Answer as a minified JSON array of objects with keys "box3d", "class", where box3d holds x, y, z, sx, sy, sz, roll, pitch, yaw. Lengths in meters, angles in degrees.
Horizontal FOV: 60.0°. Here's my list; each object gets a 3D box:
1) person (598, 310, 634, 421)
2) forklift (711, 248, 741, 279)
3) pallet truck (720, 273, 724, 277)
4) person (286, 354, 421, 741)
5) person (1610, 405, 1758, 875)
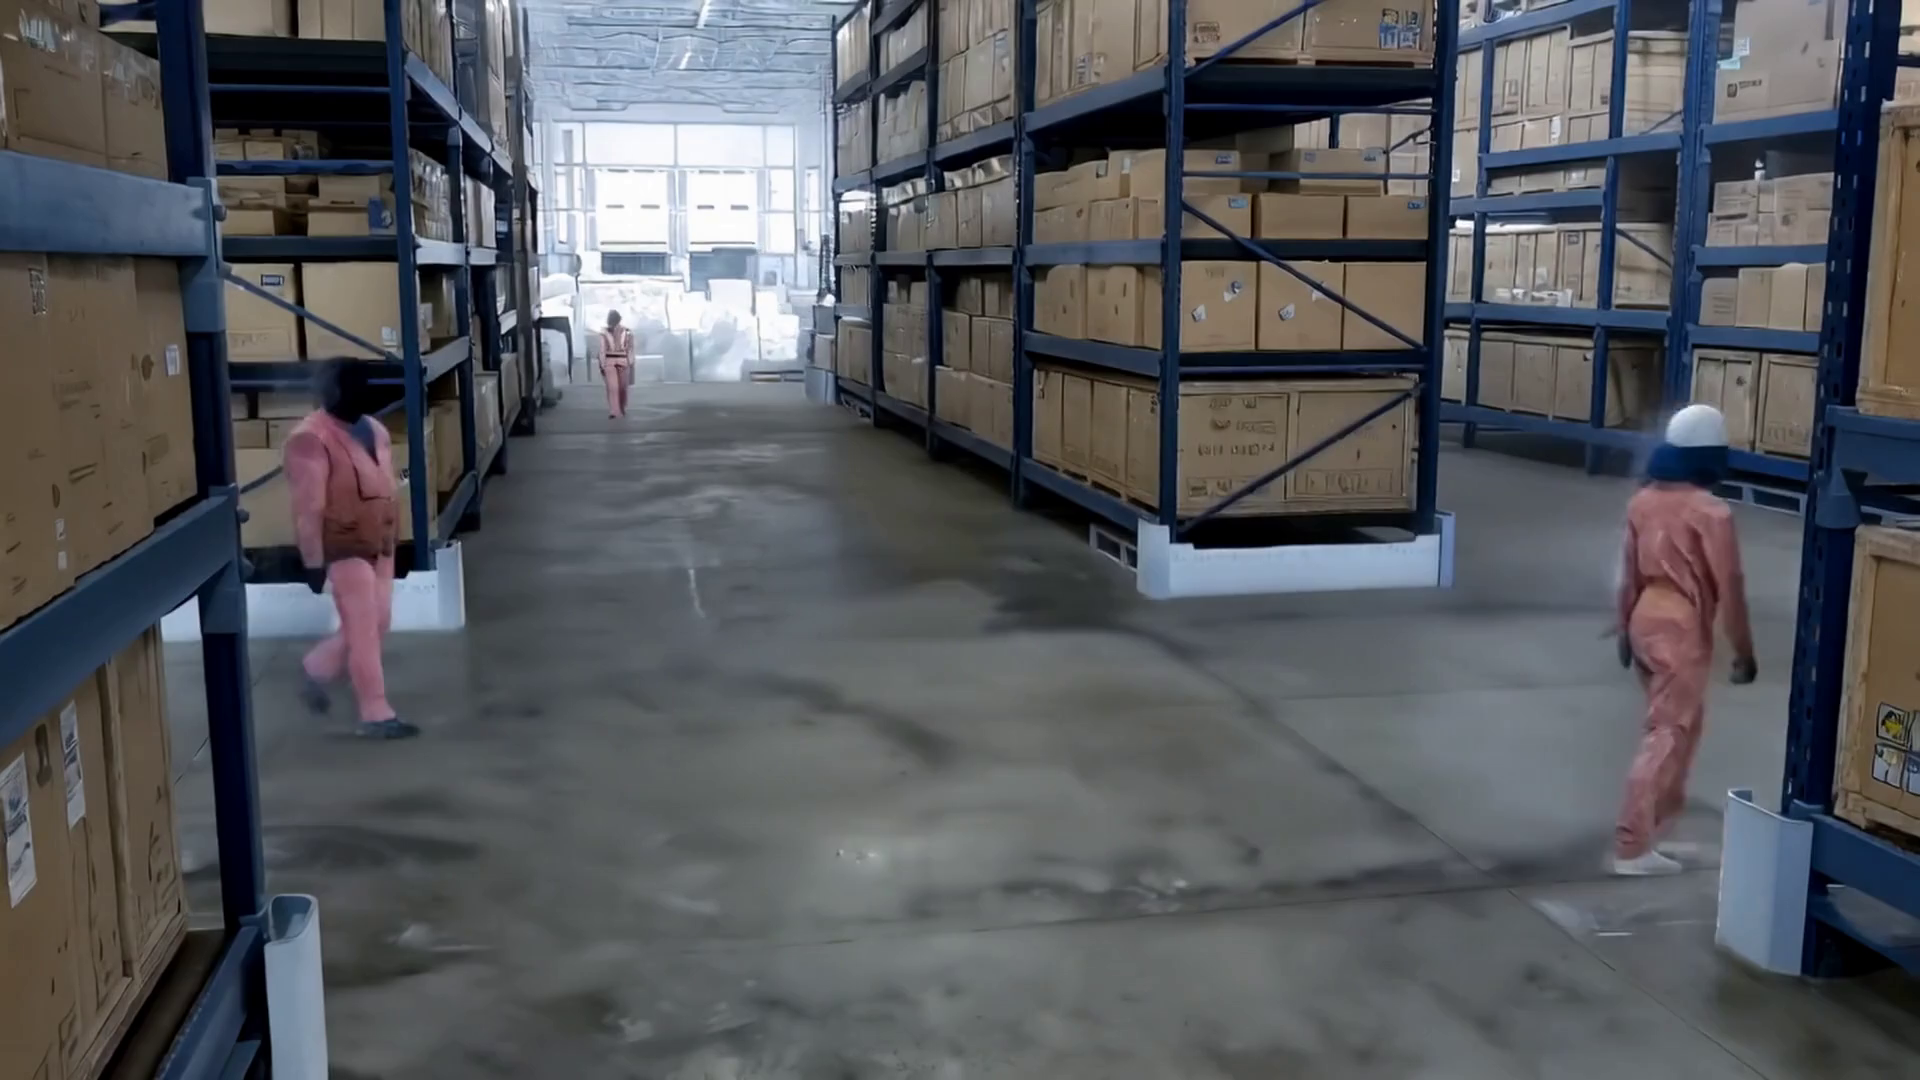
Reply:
[{"box3d":[-5.020,-2.563,24.325,0.514,1.606,0.810,-2,10,-11],"class":"person"},{"box3d":[-7.372,-7.854,52.695,1.129,2.768,1.873,-8,12,-40],"class":"forklift"},{"box3d":[-8.580,-8.986,62.280,1.885,1.965,0.823,1,9,5],"class":"pallet truck"},{"box3d":[-2.921,0.034,7.850,0.733,1.822,0.631,3,10,17],"class":"person"},{"box3d":[2.661,0.373,6.083,0.622,1.724,0.497,-2,10,-12],"class":"person"}]
